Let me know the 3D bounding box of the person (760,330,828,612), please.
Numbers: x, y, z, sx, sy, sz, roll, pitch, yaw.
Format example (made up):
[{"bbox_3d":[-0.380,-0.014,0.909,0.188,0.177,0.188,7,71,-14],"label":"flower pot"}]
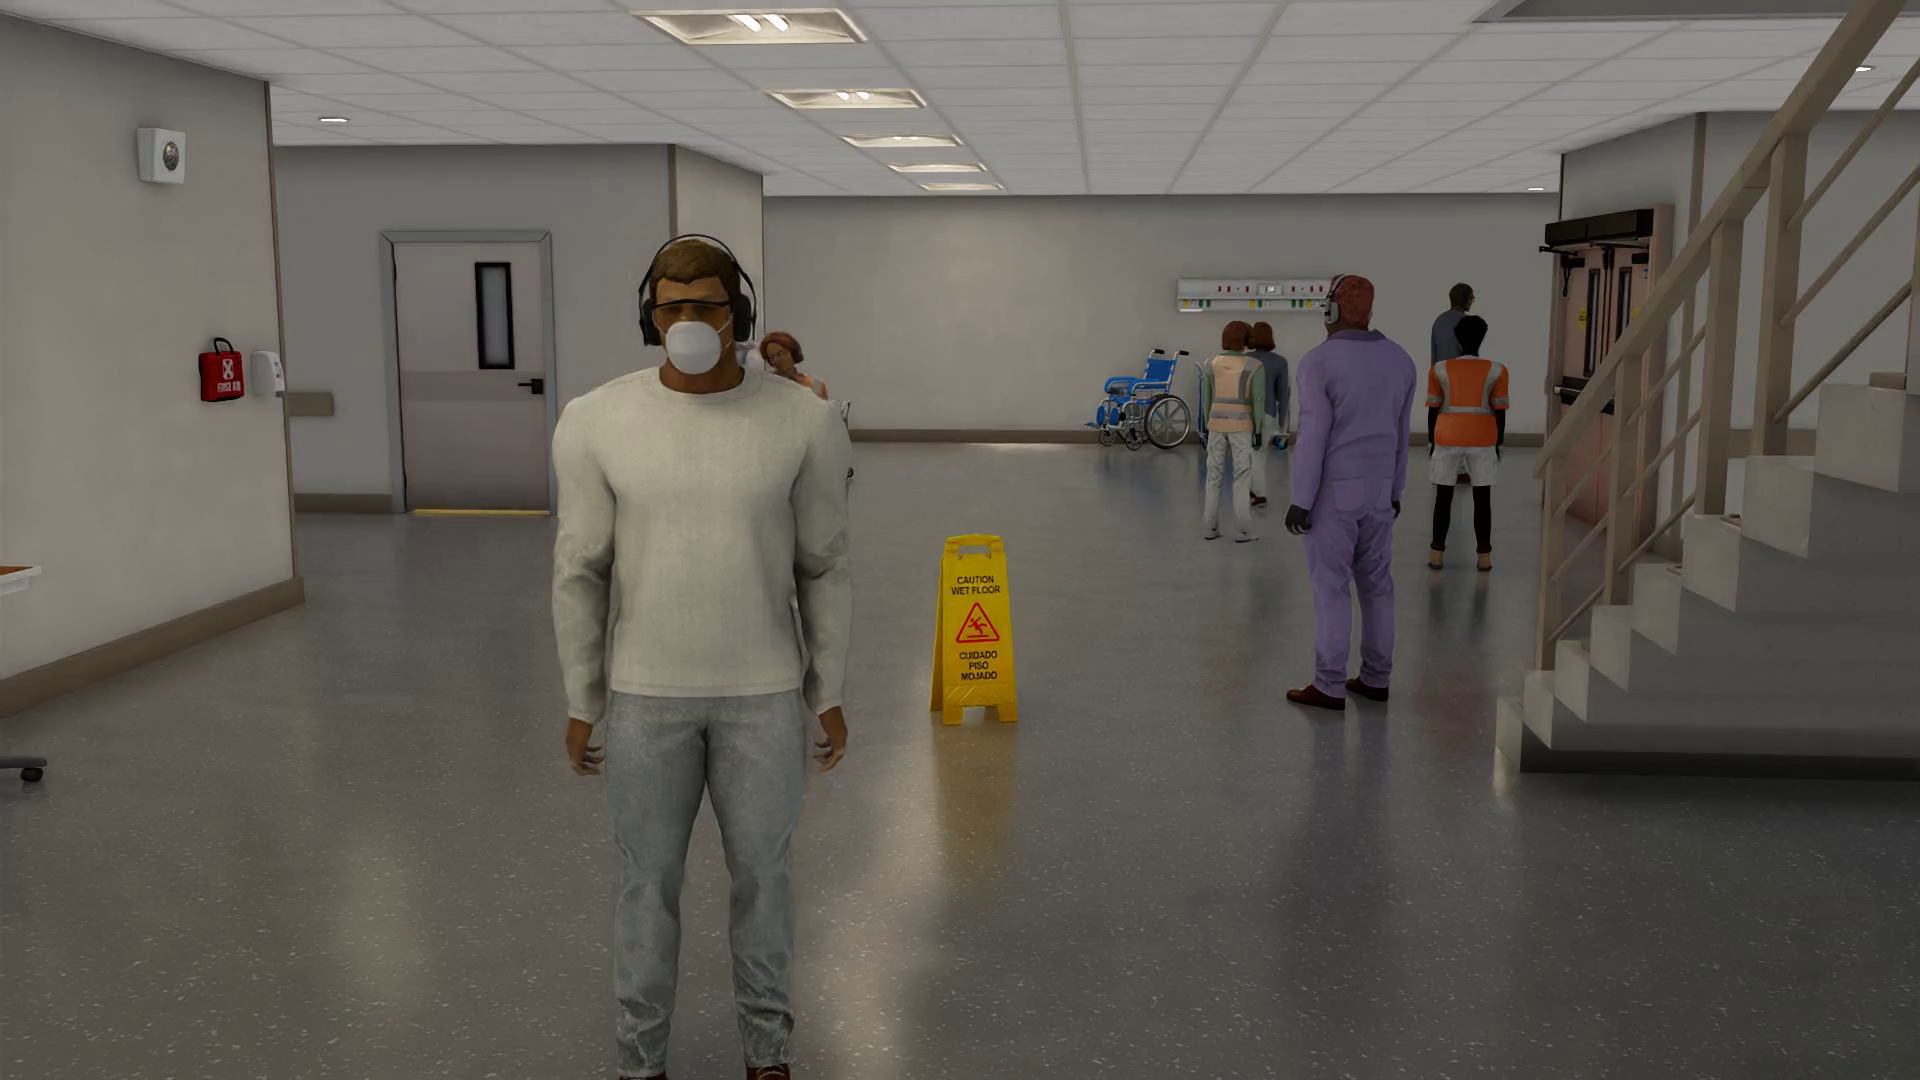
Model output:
[{"bbox_3d":[-0.969,-0.399,9.620,0.539,1.617,0.475,-5,10,-29],"label":"person"}]

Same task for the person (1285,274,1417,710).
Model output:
[{"bbox_3d":[1.693,-0.211,7.354,0.648,1.907,0.401,-5,10,-31],"label":"person"}]

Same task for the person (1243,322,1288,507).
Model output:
[{"bbox_3d":[2.574,-1.089,14.394,0.501,1.589,0.858,-2,9,-11],"label":"person"}]

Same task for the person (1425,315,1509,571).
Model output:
[{"bbox_3d":[3.338,-0.636,10.989,0.534,1.689,0.320,3,9,20],"label":"person"}]

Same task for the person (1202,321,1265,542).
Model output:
[{"bbox_3d":[2.006,-0.795,12.259,0.511,1.631,0.311,6,10,36],"label":"person"}]

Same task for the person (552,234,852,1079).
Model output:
[{"bbox_3d":[-0.541,0.330,3.561,0.631,1.938,0.362,-1,8,-8],"label":"person"}]

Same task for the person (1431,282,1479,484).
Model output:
[{"bbox_3d":[4.796,-1.511,16.082,0.364,1.939,0.636,-3,9,-19],"label":"person"}]
